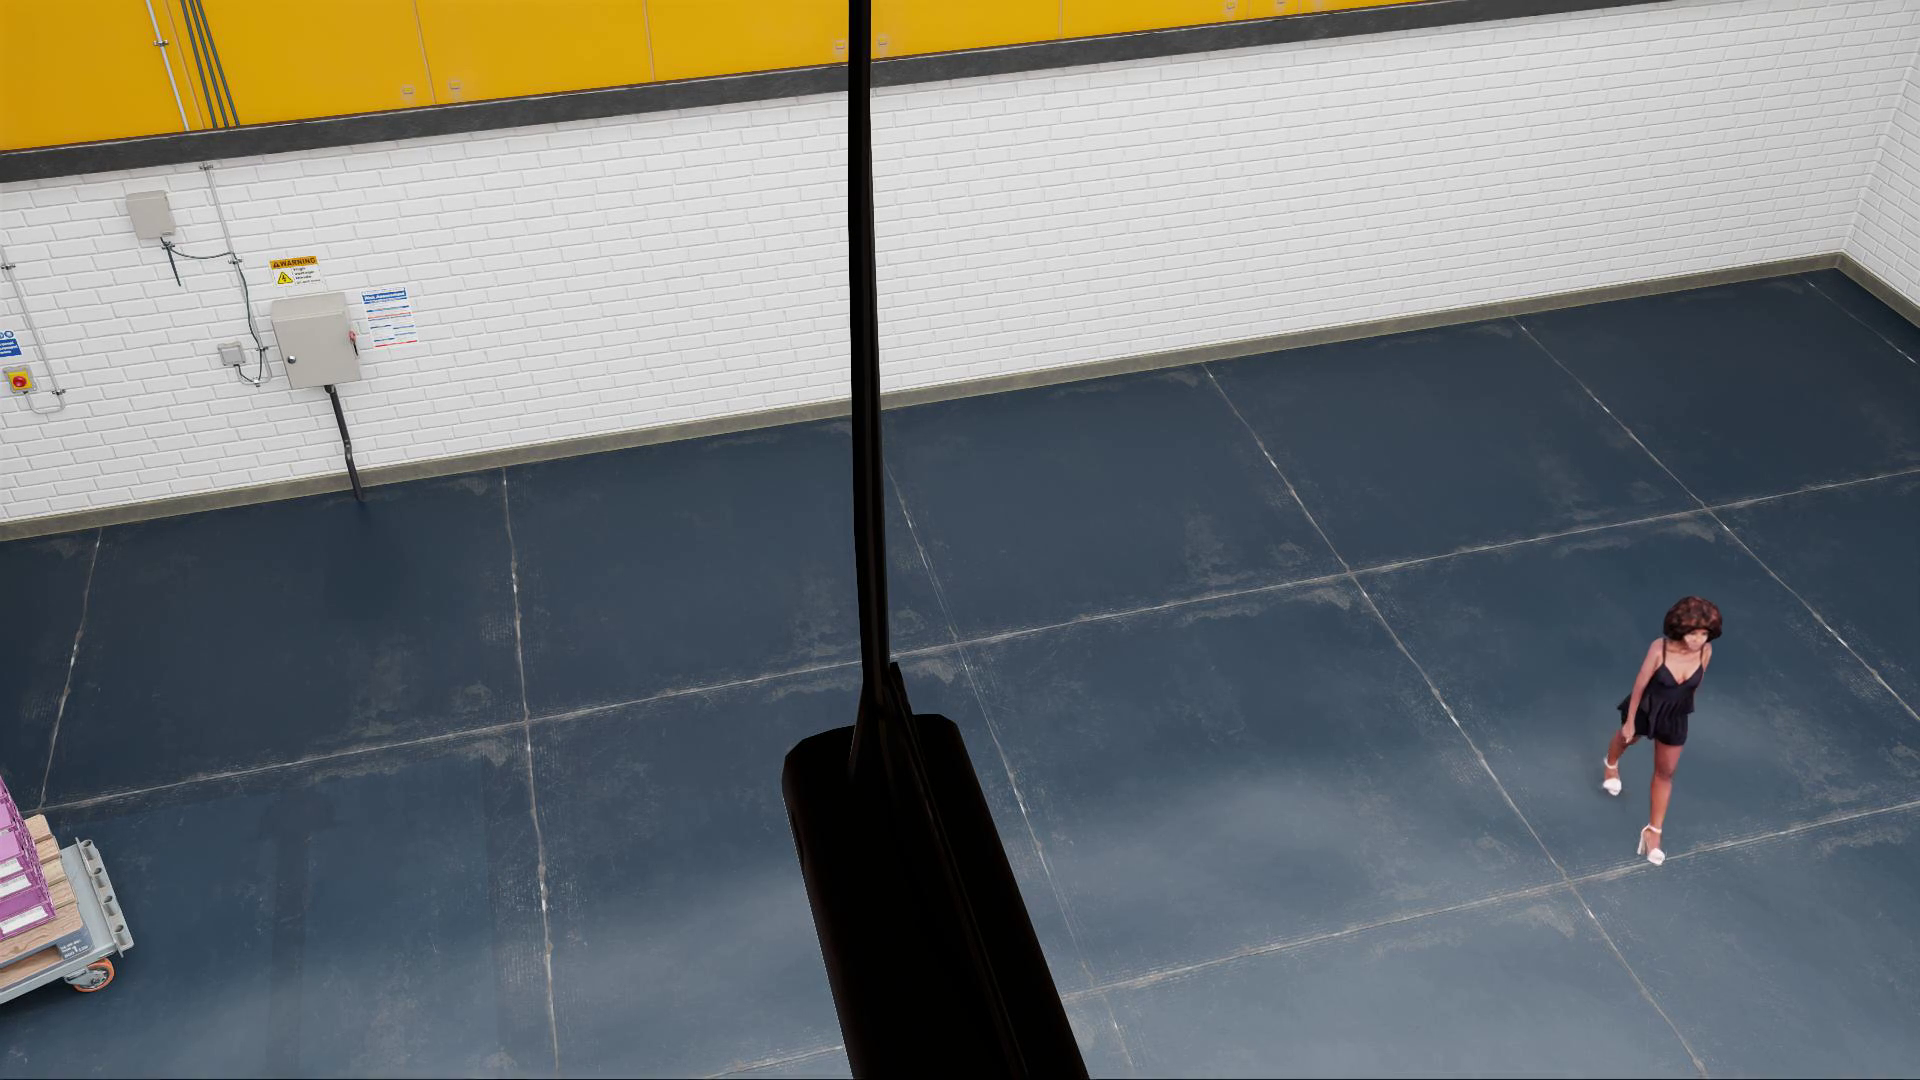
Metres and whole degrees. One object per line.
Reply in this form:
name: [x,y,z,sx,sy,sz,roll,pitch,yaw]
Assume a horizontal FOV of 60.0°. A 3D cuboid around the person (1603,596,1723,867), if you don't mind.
person: [4.111,0.992,9.899,0.821,1.744,1.174,2,39,2]
